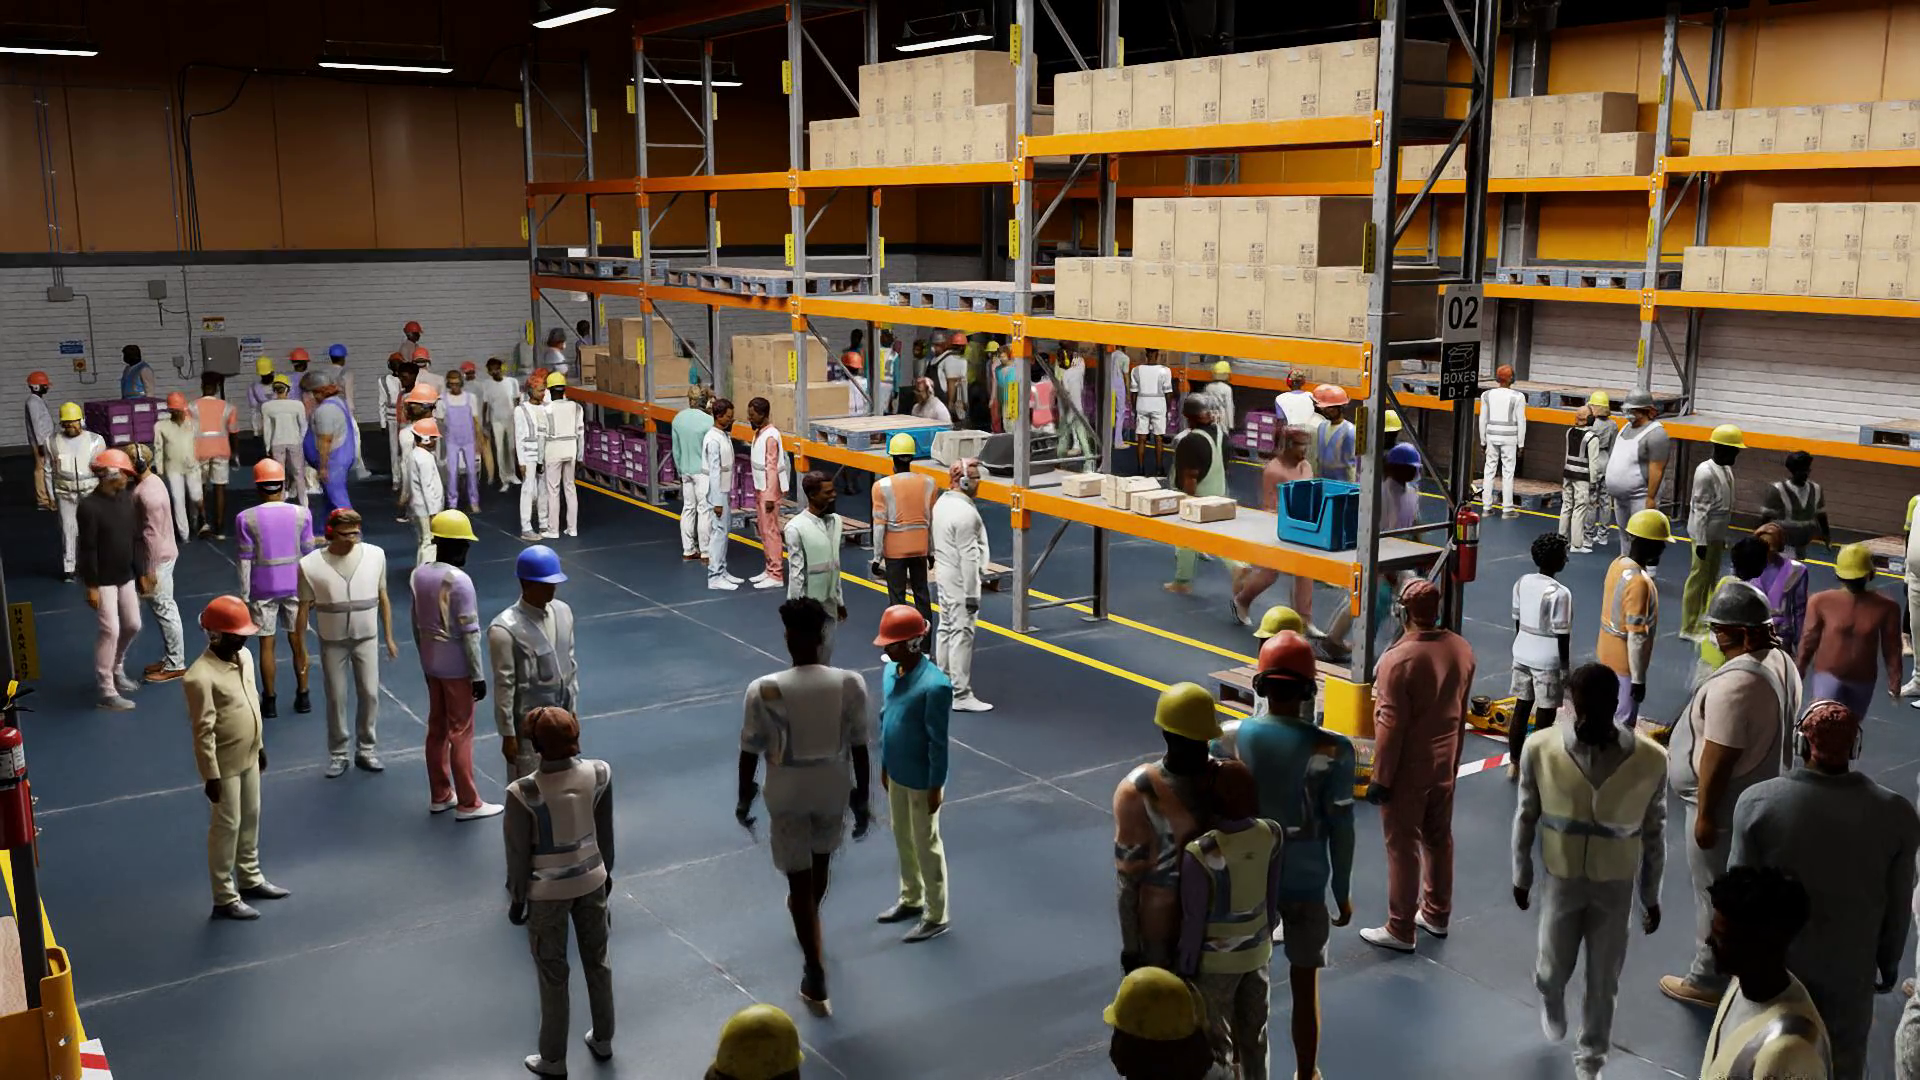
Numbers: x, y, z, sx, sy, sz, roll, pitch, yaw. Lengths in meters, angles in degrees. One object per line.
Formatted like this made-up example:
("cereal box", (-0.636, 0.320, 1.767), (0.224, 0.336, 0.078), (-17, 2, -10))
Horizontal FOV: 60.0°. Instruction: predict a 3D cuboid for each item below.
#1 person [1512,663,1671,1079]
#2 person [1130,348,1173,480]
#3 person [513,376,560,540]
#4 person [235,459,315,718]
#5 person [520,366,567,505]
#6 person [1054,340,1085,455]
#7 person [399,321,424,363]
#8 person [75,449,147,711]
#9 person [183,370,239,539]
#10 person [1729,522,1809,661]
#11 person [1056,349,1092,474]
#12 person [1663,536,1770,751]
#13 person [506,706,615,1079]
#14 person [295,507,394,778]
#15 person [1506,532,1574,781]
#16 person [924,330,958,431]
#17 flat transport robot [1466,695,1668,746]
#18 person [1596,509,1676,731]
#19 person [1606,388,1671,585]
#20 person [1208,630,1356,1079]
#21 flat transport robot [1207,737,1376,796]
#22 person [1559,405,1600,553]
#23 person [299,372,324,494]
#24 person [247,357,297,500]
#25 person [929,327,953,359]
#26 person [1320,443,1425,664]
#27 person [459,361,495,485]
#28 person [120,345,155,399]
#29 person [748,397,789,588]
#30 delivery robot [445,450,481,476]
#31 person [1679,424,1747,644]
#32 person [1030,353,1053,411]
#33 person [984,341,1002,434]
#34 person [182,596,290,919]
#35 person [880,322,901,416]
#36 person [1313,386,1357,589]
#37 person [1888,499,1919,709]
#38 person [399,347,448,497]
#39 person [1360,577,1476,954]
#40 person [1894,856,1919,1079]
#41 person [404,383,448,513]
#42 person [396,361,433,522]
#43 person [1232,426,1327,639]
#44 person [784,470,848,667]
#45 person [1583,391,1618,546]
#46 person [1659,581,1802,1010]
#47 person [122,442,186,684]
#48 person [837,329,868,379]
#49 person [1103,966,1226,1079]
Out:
("person", (2.646, 1.408, 7.038), (0.599, 1.901, 0.591), (3, 11, 16))
("person", (2.696, -1.828, 23.398), (0.606, 1.967, 0.367), (4, 12, 20))
("person", (-4.861, -0.940, 19.092), (0.348, 1.879, 0.577), (7, 13, 31))
("person", (-5.059, 0.358, 12.333), (0.548, 1.925, 0.392), (-8, 13, -35))
("person", (-5.149, -1.225, 20.619), (0.621, 1.855, 0.737), (-2, 11, -9))
("person", (1.675, -2.245, 25.890), (0.431, 1.837, 0.626), (-7, 13, -33))
("person", (-8.931, -2.581, 27.214), (0.410, 1.984, 0.617), (1, 11, 4))
("person", (-6.493, 0.293, 12.595), (0.558, 1.955, 0.686), (1, 11, 7))
("person", (-8.638, -0.985, 19.178), (0.633, 1.923, 0.540), (-7, 13, -31))
("person", (5.512, 0.681, 11.421), (0.523, 1.631, 0.324), (6, 13, 28))
("person", (1.534, -1.814, 23.707), (0.968, 1.814, 0.619), (9, 14, 38))
("person", (5.012, 0.780, 10.861), (0.859, 1.653, 0.535), (0, 11, 2))
("person", (-1.707, 1.507, 7.175), (0.511, 1.638, 0.308), (-10, 15, -43))
("person", (-4.067, 0.674, 10.981), (0.623, 1.820, 0.443), (-7, 13, -33))
("person", (3.755, 0.783, 10.728), (0.318, 1.697, 0.535), (-3, 12, -17))
("person", (-0.231, -2.151, 24.862), (0.708, 2.000, 0.691), (-5, 12, -22))
("flat transport robot", (4.329, 1.314, 11.672), (0.652, 0.197, 1.431), (-7, 13, -33))
("person", (4.174, 0.751, 10.341), (0.400, 1.917, 0.588), (2, 11, 10))
("person", (6.662, -0.508, 16.454), (0.537, 2.000, 0.692), (-2, 11, -8))
("person", (1.318, 1.372, 6.861), (0.615, 2.034, 0.406), (6, 12, 27))
("flat transport robot", (2.240, 1.435, 11.048), (1.431, 0.197, 0.652), (5, 12, 25))
("person", (6.831, -0.668, 18.329), (0.317, 1.629, 0.508), (-3, 12, -17))
("person", (-8.664, -1.432, 22.253), (0.277, 1.627, 0.503), (-2, 11, -8))
("person", (-8.902, -1.446, 21.627), (0.631, 1.889, 0.490), (-1, 11, -4))
("person", (-0.347, -3.109, 30.306), (0.430, 1.836, 0.637), (8, 14, 35))
("person", (3.436, 0.135, 13.549), (0.599, 1.901, 1.029), (-10, 15, -40))
("person", (-6.631, -1.586, 22.821), (0.583, 1.713, 0.717), (-5, 12, -23))
("person", (-11.975, -1.930, 24.256), (0.624, 1.838, 0.430), (9, 14, 38))
("person", (-1.931, -0.483, 16.677), (0.401, 1.908, 0.597), (-4, 12, -19))
("delivery robot", (-6.971, -1.088, 22.996), (0.707, 0.478, 0.477), (5, 12, 26))
("person", (6.545, -0.054, 14.448), (0.399, 1.918, 0.587), (10, 15, 43))
("person", (1.208, -1.915, 24.539), (0.318, 1.697, 0.534), (4, 12, 21))
("person", (0.514, -2.201, 25.823), (0.310, 1.769, 0.525), (1, 11, 4))
("person", (-3.830, 1.142, 8.790), (0.355, 1.737, 0.576), (1, 11, 4))
("person", (-1.312, -3.106, 30.309), (0.403, 1.825, 0.593), (-8, 14, -36))
("person", (3.723, -0.524, 16.576), (0.429, 2.034, 0.607), (-4, 12, -20))
("person", (7.366, 0.323, 12.584), (0.398, 1.896, 0.646), (-1, 11, -4))
("person", (-7.029, -1.534, 21.854), (0.621, 1.986, 0.409), (-3, 12, -16))
("person", (2.289, 1.129, 8.426), (0.646, 1.904, 0.401), (-8, 14, -35))
("person", (3.907, 1.507, 6.437), (0.382, 1.931, 0.626), (0, 11, 3))
("person", (-5.302, -0.539, 16.596), (0.364, 2.048, 0.611), (-2, 11, -9))
("person", (-6.584, -1.170, 20.028), (0.611, 1.966, 0.362), (8, 14, 37))
("person", (2.857, -0.091, 14.771), (0.665, 1.866, 0.908), (-10, 15, -41))
("person", (-1.022, 0.449, 11.863), (0.392, 1.922, 0.591), (6, 12, 27))
("person", (7.139, -0.800, 18.708), (0.484, 1.745, 0.296), (-5, 12, -24))
("person", (3.606, 1.174, 7.844), (0.681, 2.000, 0.535), (-9, 14, -39))
("person", (-6.427, 0.175, 13.250), (0.372, 1.932, 0.626), (-6, 12, -27))
("person", (-1.701, -2.465, 26.867), (0.787, 1.898, 0.424), (10, 15, 42))
("person", (0.594, 1.983, 4.506), (0.533, 1.723, 0.495), (9, 14, 39))
